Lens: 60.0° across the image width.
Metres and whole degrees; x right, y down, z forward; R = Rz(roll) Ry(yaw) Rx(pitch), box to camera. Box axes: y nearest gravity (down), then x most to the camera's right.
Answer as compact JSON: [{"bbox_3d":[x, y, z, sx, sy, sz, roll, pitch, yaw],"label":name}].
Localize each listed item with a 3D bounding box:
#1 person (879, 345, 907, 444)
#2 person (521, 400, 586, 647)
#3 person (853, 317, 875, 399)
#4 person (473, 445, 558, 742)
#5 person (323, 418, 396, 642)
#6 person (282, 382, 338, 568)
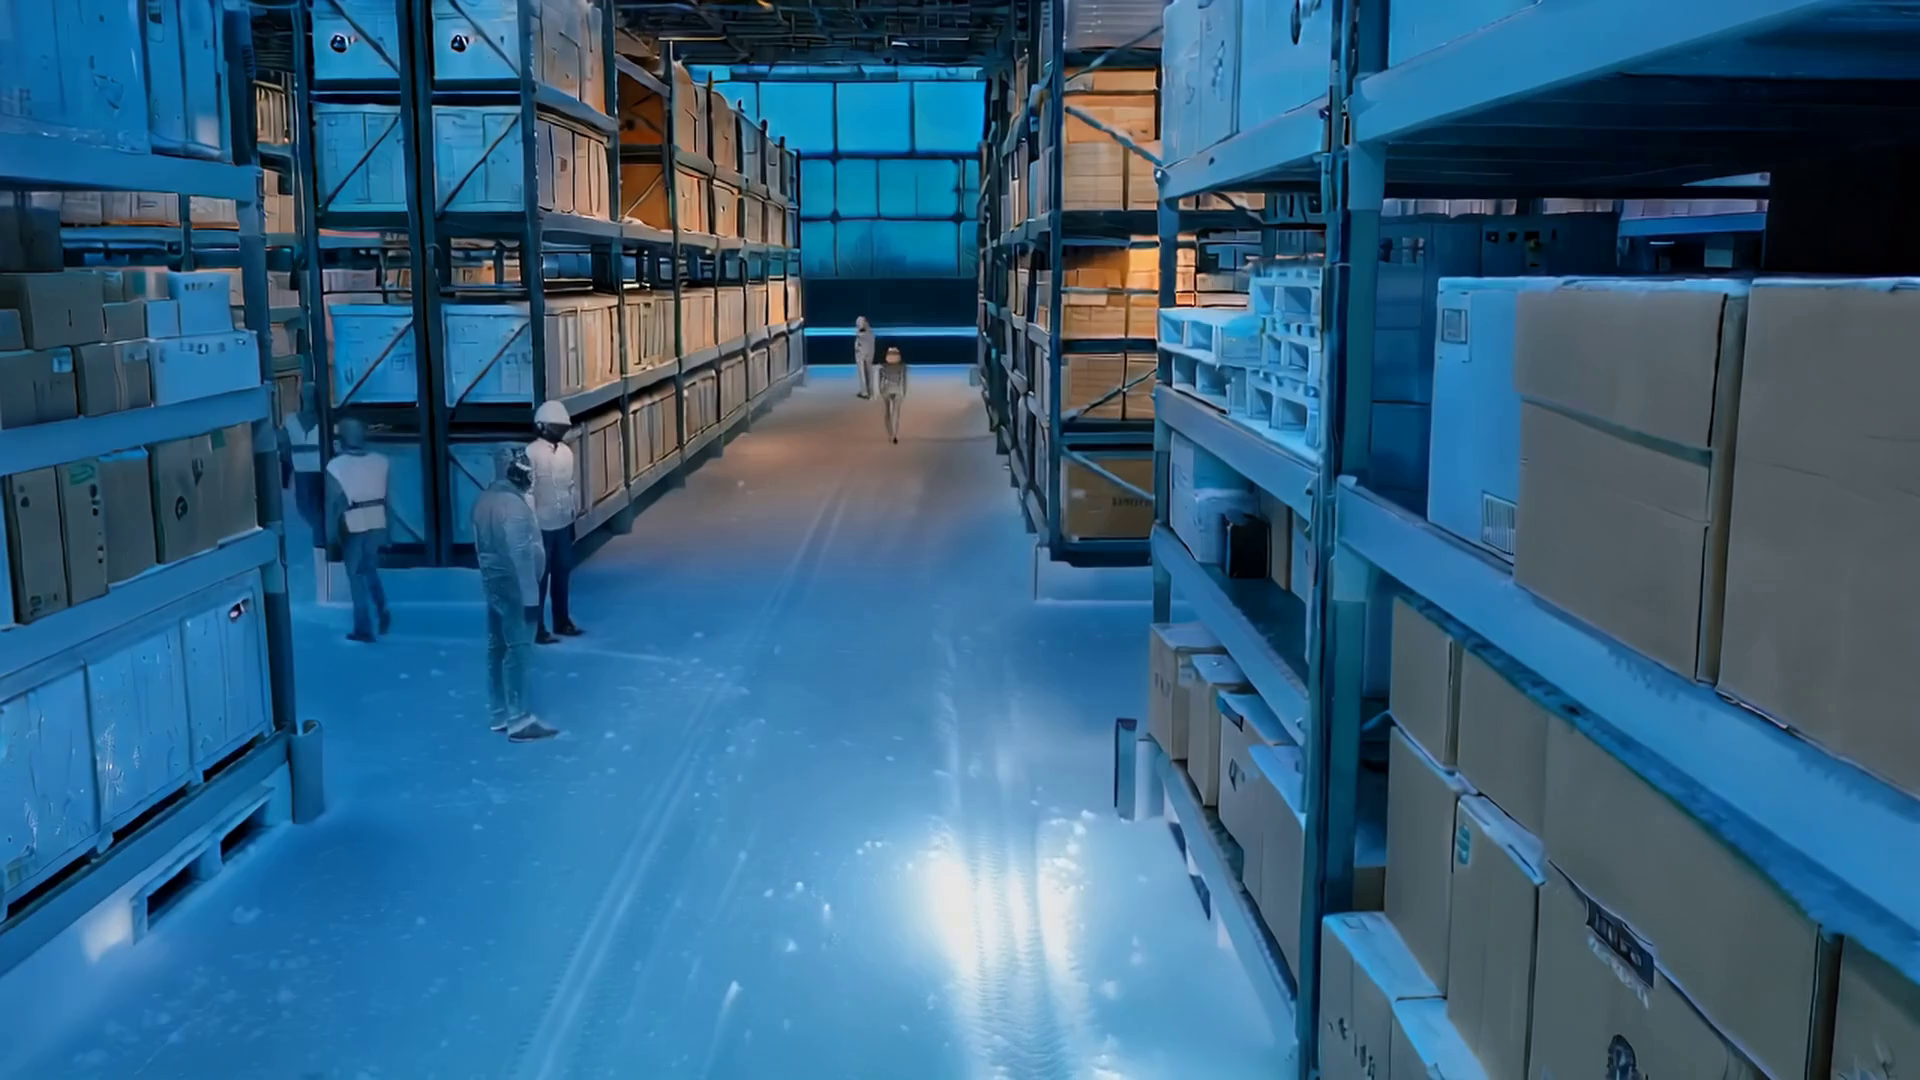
[{"bbox_3d":[-1.167,-2.544,28.986,0.494,1.720,0.688,-1,9,-4],"label":"person"},{"bbox_3d":[-3.298,-0.139,13.443,0.420,1.983,0.622,4,10,25],"label":"person"},{"bbox_3d":[-2.266,-4.273,39.033,0.408,1.909,0.638,-6,11,-33],"label":"person"},{"bbox_3d":[-2.871,0.339,10.761,0.401,1.906,0.650,-8,12,-39],"label":"person"},{"bbox_3d":[-4.872,-0.072,13.495,0.452,1.830,0.603,7,12,37],"label":"person"},{"bbox_3d":[-6.657,-0.700,17.168,0.594,1.895,0.775,0,9,0],"label":"person"}]
